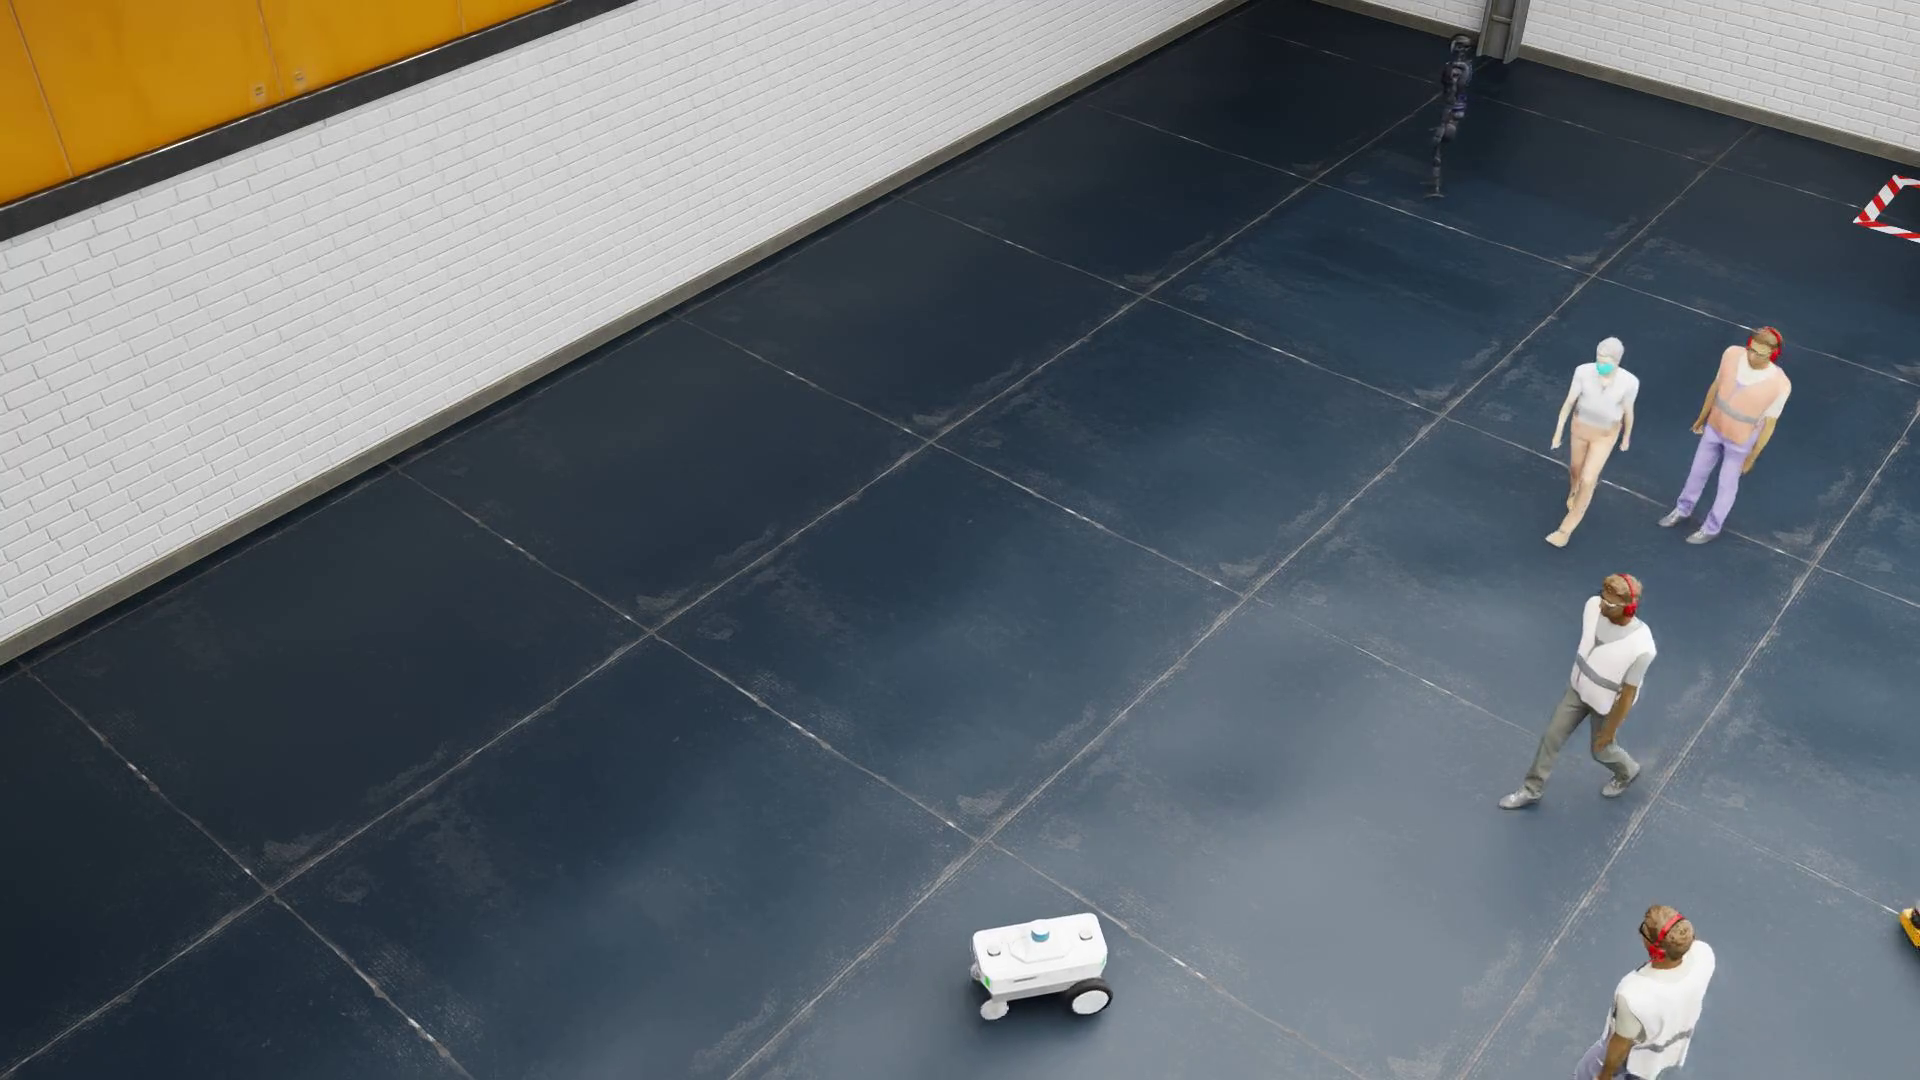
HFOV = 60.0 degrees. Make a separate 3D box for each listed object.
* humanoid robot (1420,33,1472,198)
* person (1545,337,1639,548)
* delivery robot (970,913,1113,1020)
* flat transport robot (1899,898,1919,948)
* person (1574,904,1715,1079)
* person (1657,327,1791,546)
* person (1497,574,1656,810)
[{"bbox_3d":[4.789,-4.152,16.313,0.306,1.643,0.609,11,40,13],"label":"humanoid robot"},{"bbox_3d":[4.608,-0.769,12.109,0.505,1.680,0.950,22,44,25],"label":"person"},{"bbox_3d":[0.458,2.320,9.181,0.779,0.597,0.499,-7,39,-9],"label":"delivery robot"},{"bbox_3d":[5.840,2.569,9.098,0.659,0.231,1.431,-3,39,-3],"label":"flat transport robot"},{"bbox_3d":[3.302,2.460,7.997,0.570,1.818,0.728,-17,42,-20],"label":"person"},{"bbox_3d":[5.556,-0.759,11.979,0.427,1.839,0.582,-19,43,-22],"label":"person"},{"bbox_3d":[3.834,0.918,9.918,0.868,1.815,0.574,-13,41,-16],"label":"person"}]
